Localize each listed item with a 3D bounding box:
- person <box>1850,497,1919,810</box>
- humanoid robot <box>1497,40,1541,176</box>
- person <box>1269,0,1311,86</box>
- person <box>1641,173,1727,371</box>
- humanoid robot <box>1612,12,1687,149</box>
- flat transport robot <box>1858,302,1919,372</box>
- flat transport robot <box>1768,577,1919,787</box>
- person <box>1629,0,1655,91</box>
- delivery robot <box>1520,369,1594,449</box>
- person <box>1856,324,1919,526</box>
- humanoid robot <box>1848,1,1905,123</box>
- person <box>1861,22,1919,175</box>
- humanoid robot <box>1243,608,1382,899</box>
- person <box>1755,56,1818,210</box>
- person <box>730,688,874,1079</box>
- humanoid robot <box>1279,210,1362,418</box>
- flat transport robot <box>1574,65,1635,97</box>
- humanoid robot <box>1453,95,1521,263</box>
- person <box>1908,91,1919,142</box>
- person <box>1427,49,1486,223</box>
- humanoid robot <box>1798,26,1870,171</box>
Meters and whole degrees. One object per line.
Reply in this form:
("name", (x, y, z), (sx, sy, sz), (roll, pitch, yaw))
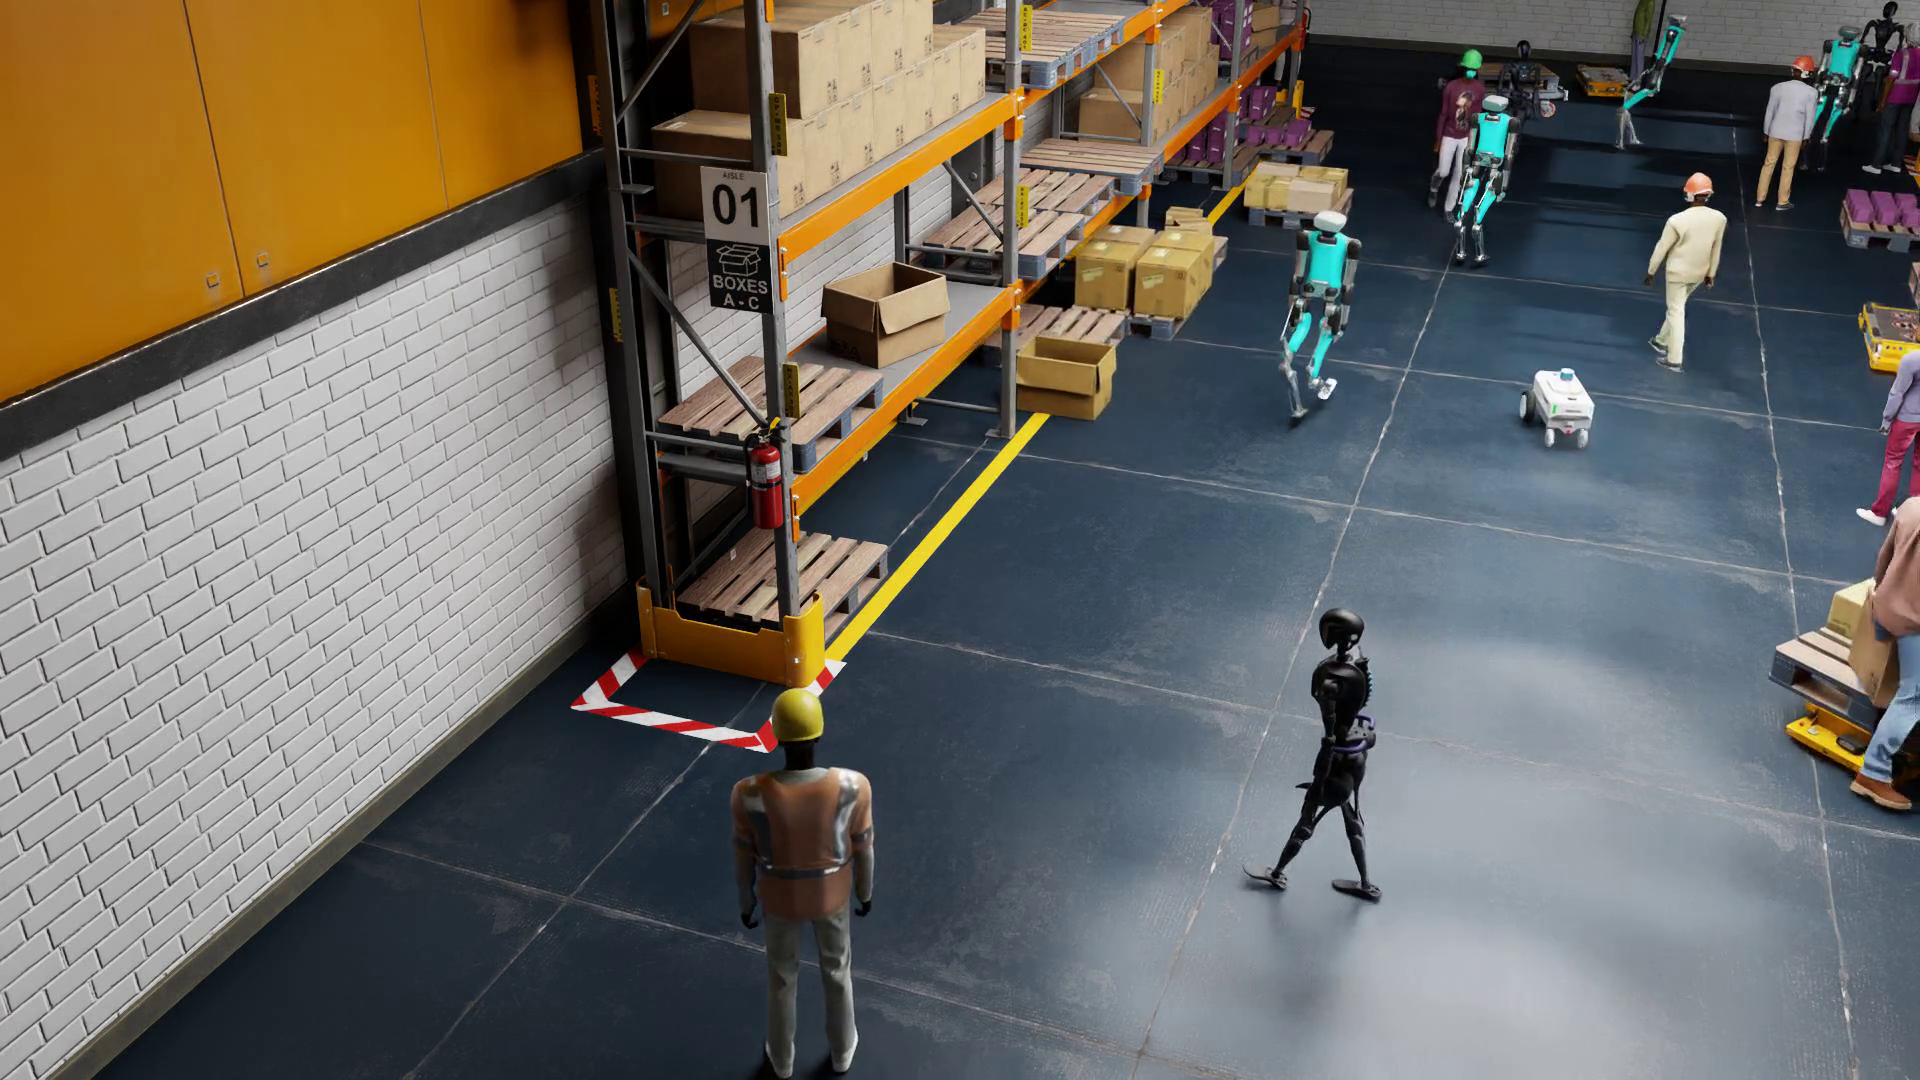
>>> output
("person", (5.208, 0.458, 9.021), (0.486, 1.960, 0.902), (-1, 27, -3))
("humanoid robot", (6.881, -5.370, 20.637), (0.584, 1.647, 0.426), (-4, 28, -7))
("person", (4.990, -7.883, 25.225), (0.628, 1.937, 0.373), (-4, 28, -7))
("person", (6.402, -2.428, 14.863), (0.584, 1.720, 0.766), (-7, 28, -13))
("humanoid robot", (8.951, -6.026, 21.858), (0.821, 1.789, 0.568), (15, 31, 26))
("flat transport robot", (8.720, -1.850, 15.339), (0.659, 0.231, 1.431), (10, 29, 19))
("flat transport robot", (5.591, 1.027, 9.759), (1.431, 0.231, 0.659), (-15, 31, -27))
("person", (10.207, -7.591, 24.983), (0.287, 1.633, 0.496), (1, 27, 1))
("delivery robot", (4.914, -1.122, 13.581), (0.499, 0.565, 0.745), (2, 27, 5))
("person", (6.855, -0.861, 11.939), (0.498, 1.629, 0.288), (-3, 27, -5))
("humanoid robot", (12.718, -6.635, 23.078), (0.612, 1.642, 0.438), (23, 35, 37))
("person", (11.688, -5.482, 20.676), (0.508, 1.838, 0.341), (-5, 28, -10))
("humanoid robot", (1.818, 1.050, 8.198), (0.683, 1.630, 0.609), (13, 30, 23))
("person", (9.610, -4.724, 19.302), (0.335, 1.742, 0.560), (-22, 34, -36))
("person", (-0.657, 1.482, 7.083), (0.593, 1.919, 0.391), (-4, 28, -7))
("humanoid robot", (2.892, -1.789, 13.593), (0.550, 1.734, 0.980), (14, 30, 25))
("flat transport robot", (9.769, -6.954, 25.240), (0.659, 0.231, 1.431), (5, 28, 9))
("humanoid robot", (5.339, -3.681, 17.143), (0.533, 1.677, 0.735), (19, 33, 32))
("person", (13.066, -6.263, 22.181), (0.624, 1.846, 0.429), (-13, 30, -24))
("person", (5.634, -4.602, 18.865), (0.508, 1.928, 0.569), (1, 27, 1))
("humanoid robot", (10.812, -5.447, 20.721), (0.542, 1.789, 0.723), (23, 35, 37))
